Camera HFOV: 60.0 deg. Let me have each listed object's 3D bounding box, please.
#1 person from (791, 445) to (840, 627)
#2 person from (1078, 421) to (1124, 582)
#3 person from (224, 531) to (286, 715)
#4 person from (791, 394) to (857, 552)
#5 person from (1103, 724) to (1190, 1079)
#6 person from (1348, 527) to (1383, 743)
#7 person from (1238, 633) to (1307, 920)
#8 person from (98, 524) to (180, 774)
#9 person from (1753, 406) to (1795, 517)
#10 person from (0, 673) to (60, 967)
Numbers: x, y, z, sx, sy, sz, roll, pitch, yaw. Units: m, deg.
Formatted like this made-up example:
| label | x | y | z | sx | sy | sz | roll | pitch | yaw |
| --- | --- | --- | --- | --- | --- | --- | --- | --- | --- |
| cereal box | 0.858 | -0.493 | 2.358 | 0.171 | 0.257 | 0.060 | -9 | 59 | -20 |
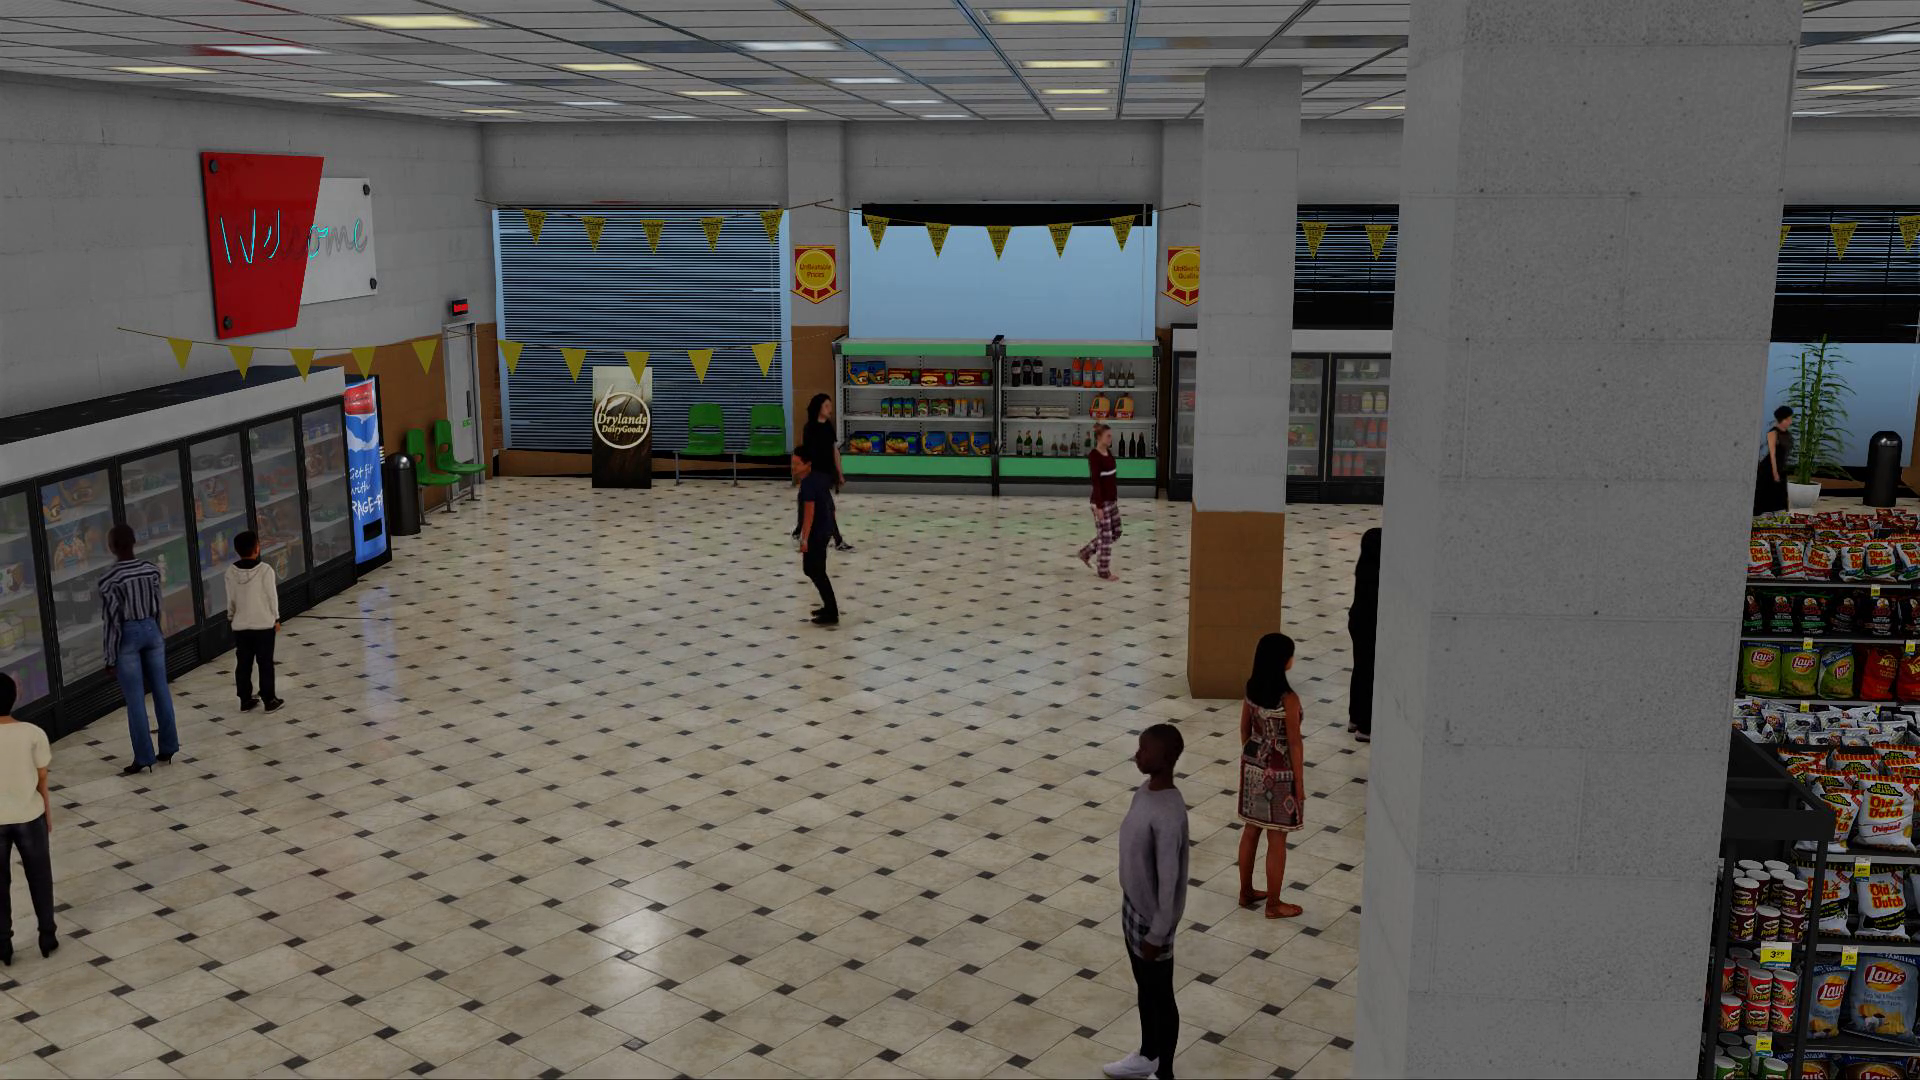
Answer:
| label | x | y | z | sx | sy | sz | roll | pitch | yaw |
| --- | --- | --- | --- | --- | --- | --- | --- | --- | --- |
| person | -1.306 | -0.034 | 15.716 | 0.689 | 1.743 | 0.717 | 2 | 12 | 9 |
| person | 1.468 | -0.369 | 17.657 | 0.848 | 1.599 | 0.783 | 6 | 13 | 27 |
| person | -5.595 | 0.652 | 13.164 | 0.435 | 1.452 | 0.635 | 2 | 12 | 7 |
| person | -1.661 | -0.765 | 19.066 | 1.261 | 1.792 | 1.019 | 8 | 14 | 32 |
| person | 0.883 | 1.677 | 7.519 | 0.625 | 1.772 | 0.665 | -2 | 12 | -10 |
| person | 3.087 | 0.702 | 12.524 | 0.622 | 1.617 | 0.648 | 0 | 12 | 2 |
| person | 1.766 | 1.326 | 9.492 | 0.747 | 1.645 | 0.720 | -8 | 14 | -33 |
| person | -5.826 | 0.765 | 11.790 | 0.665 | 1.796 | 0.691 | 6 | 13 | 27 |
| person | 9.667 | -0.819 | 19.905 | 0.951 | 1.553 | 0.955 | -9 | 15 | -38 |
| person | -5.068 | 1.485 | 8.880 | 0.604 | 1.586 | 0.708 | -7 | 14 | -29 |
